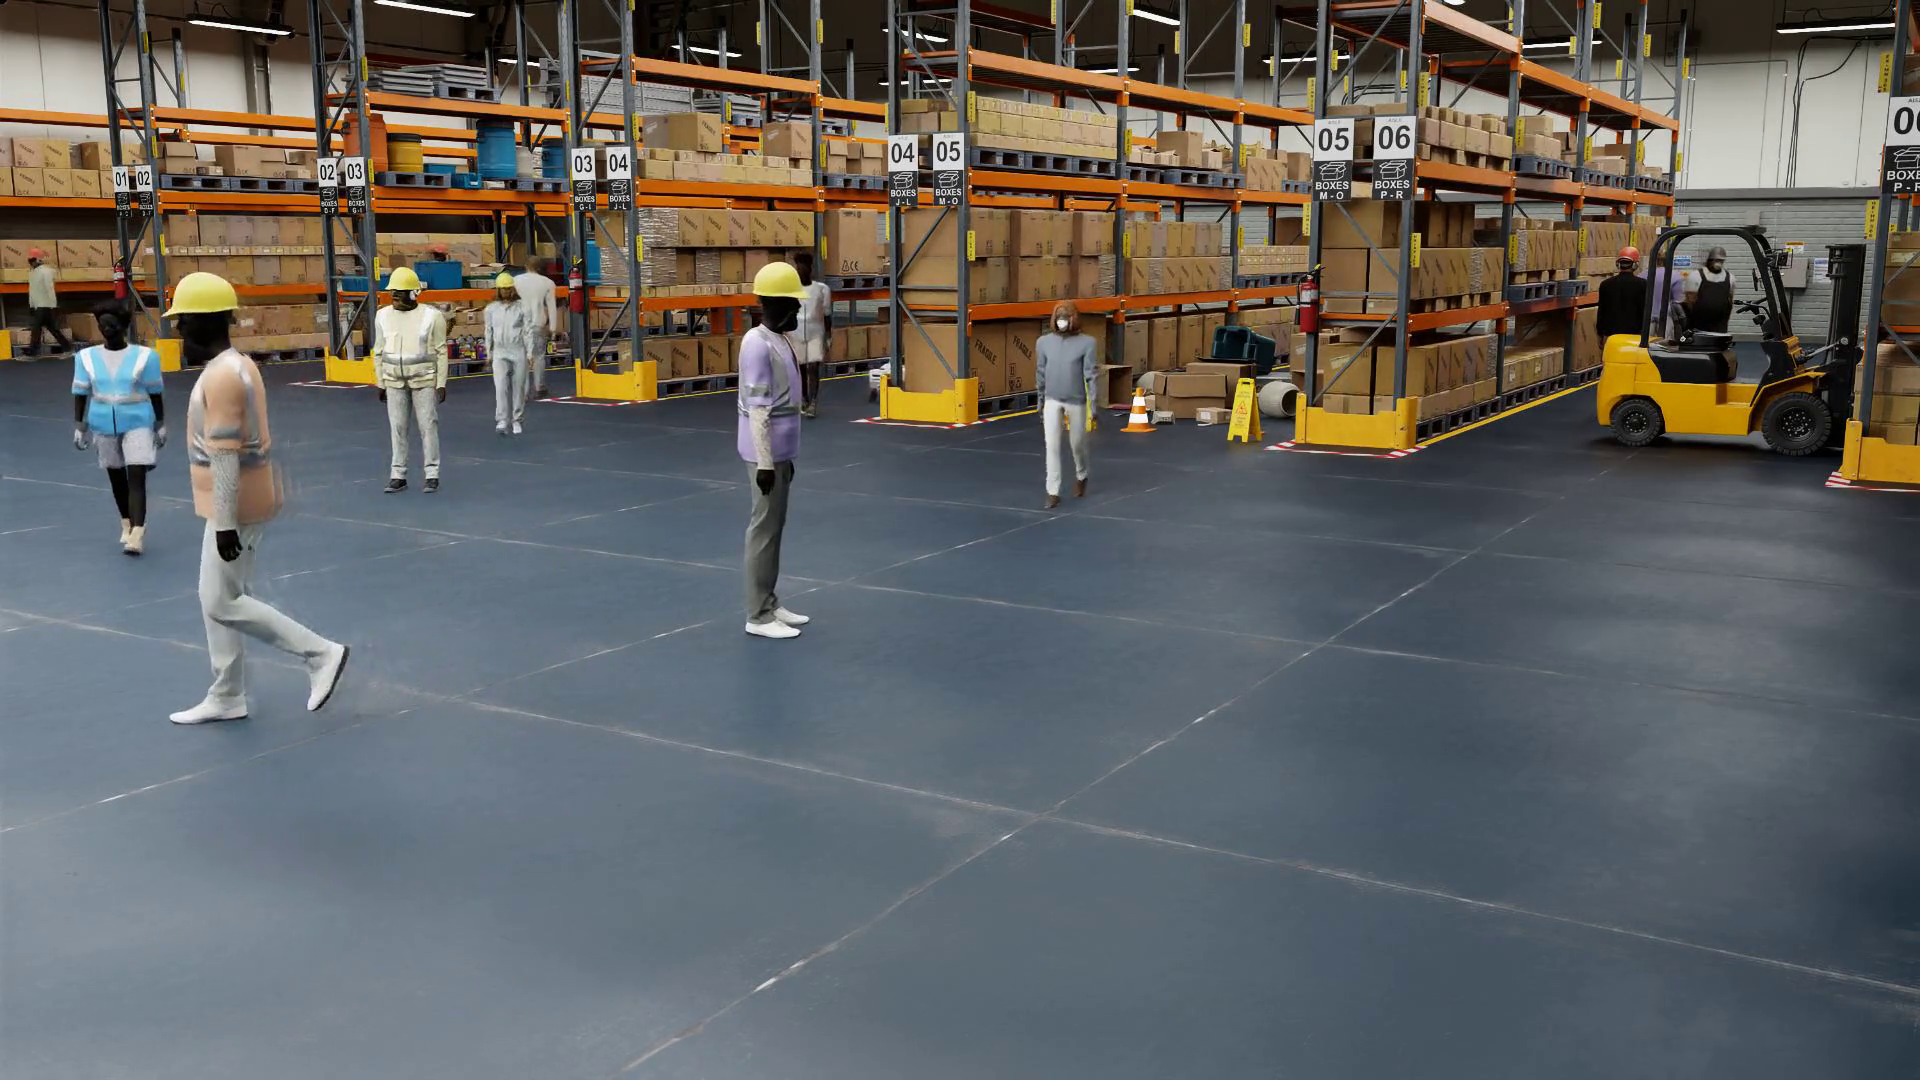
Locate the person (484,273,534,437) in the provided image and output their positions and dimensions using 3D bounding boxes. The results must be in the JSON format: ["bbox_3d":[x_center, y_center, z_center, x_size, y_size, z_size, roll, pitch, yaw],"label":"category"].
[{"bbox_3d":[-4.722,-1.930,17.429,0.508,1.693,0.873,-2,10,-11],"label":"person"}]

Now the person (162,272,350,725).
[{"bbox_3d":[-2.994,-0.159,6.954,0.642,1.905,0.597,-4,11,-20],"label":"person"}]

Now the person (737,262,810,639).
[{"bbox_3d":[-0.949,-0.464,8.604,0.386,1.926,0.591,1,10,5],"label":"person"}]

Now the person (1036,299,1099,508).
[{"bbox_3d":[0.847,-1.086,13.005,0.507,1.605,0.795,3,10,15],"label":"person"}]

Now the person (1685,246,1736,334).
[{"bbox_3d":[10.861,-3.295,24.147,0.687,2.000,0.998,2,10,11],"label":"person"}]

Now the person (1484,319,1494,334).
[{"bbox_3d":[9.028,-3.891,28.070,0.510,1.831,0.838,6,12,31],"label":"person"}]

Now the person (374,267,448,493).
[{"bbox_3d":[-4.461,-1.291,13.517,0.591,1.829,0.404,0,10,1],"label":"person"}]

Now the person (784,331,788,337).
[{"bbox_3d":[-2.290,-2.731,21.957,0.374,1.682,0.555,-7,12,-33],"label":"person"}]

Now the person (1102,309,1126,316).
[{"bbox_3d":[2.503,-3.693,27.062,0.574,1.803,0.986,8,13,36],"label":"person"}]

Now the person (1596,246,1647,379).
[{"bbox_3d":[7.702,-2.402,19.317,0.604,1.986,0.407,10,14,43],"label":"person"}]

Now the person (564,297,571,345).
[{"bbox_3d":[-7.500,-4.661,32.324,0.534,1.855,0.616,5,11,27],"label":"person"}]

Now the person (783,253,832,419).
[{"bbox_3d":[-1.818,-2.396,19.495,0.617,1.910,1.019,0,10,0],"label":"person"}]

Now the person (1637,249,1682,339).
[{"bbox_3d":[9.990,-3.191,23.861,0.628,1.936,0.377,6,12,29],"label":"person"}]

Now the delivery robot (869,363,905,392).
[{"bbox_3d":[-0.855,-2.109,21.402,0.477,0.478,0.707,6,12,32],"label":"delivery robot"}]

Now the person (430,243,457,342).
[{"bbox_3d":[-9.360,-4.340,30.032,0.618,2.025,0.433,6,12,30],"label":"person"}]

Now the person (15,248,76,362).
[{"bbox_3d":[-15.806,-4.054,28.666,0.634,1.947,1.039,8,13,38],"label":"person"}]

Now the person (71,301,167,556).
[{"bbox_3d":[-5.519,-0.737,10.910,0.539,1.645,0.849,-2,10,-10],"label":"person"}]

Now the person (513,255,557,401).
[{"bbox_3d":[-5.602,-2.738,21.538,0.781,1.867,0.990,-2,10,-13],"label":"person"}]

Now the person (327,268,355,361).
[{"bbox_3d":[-9.771,-3.470,26.246,0.514,1.642,0.310,5,11,25],"label":"person"}]
